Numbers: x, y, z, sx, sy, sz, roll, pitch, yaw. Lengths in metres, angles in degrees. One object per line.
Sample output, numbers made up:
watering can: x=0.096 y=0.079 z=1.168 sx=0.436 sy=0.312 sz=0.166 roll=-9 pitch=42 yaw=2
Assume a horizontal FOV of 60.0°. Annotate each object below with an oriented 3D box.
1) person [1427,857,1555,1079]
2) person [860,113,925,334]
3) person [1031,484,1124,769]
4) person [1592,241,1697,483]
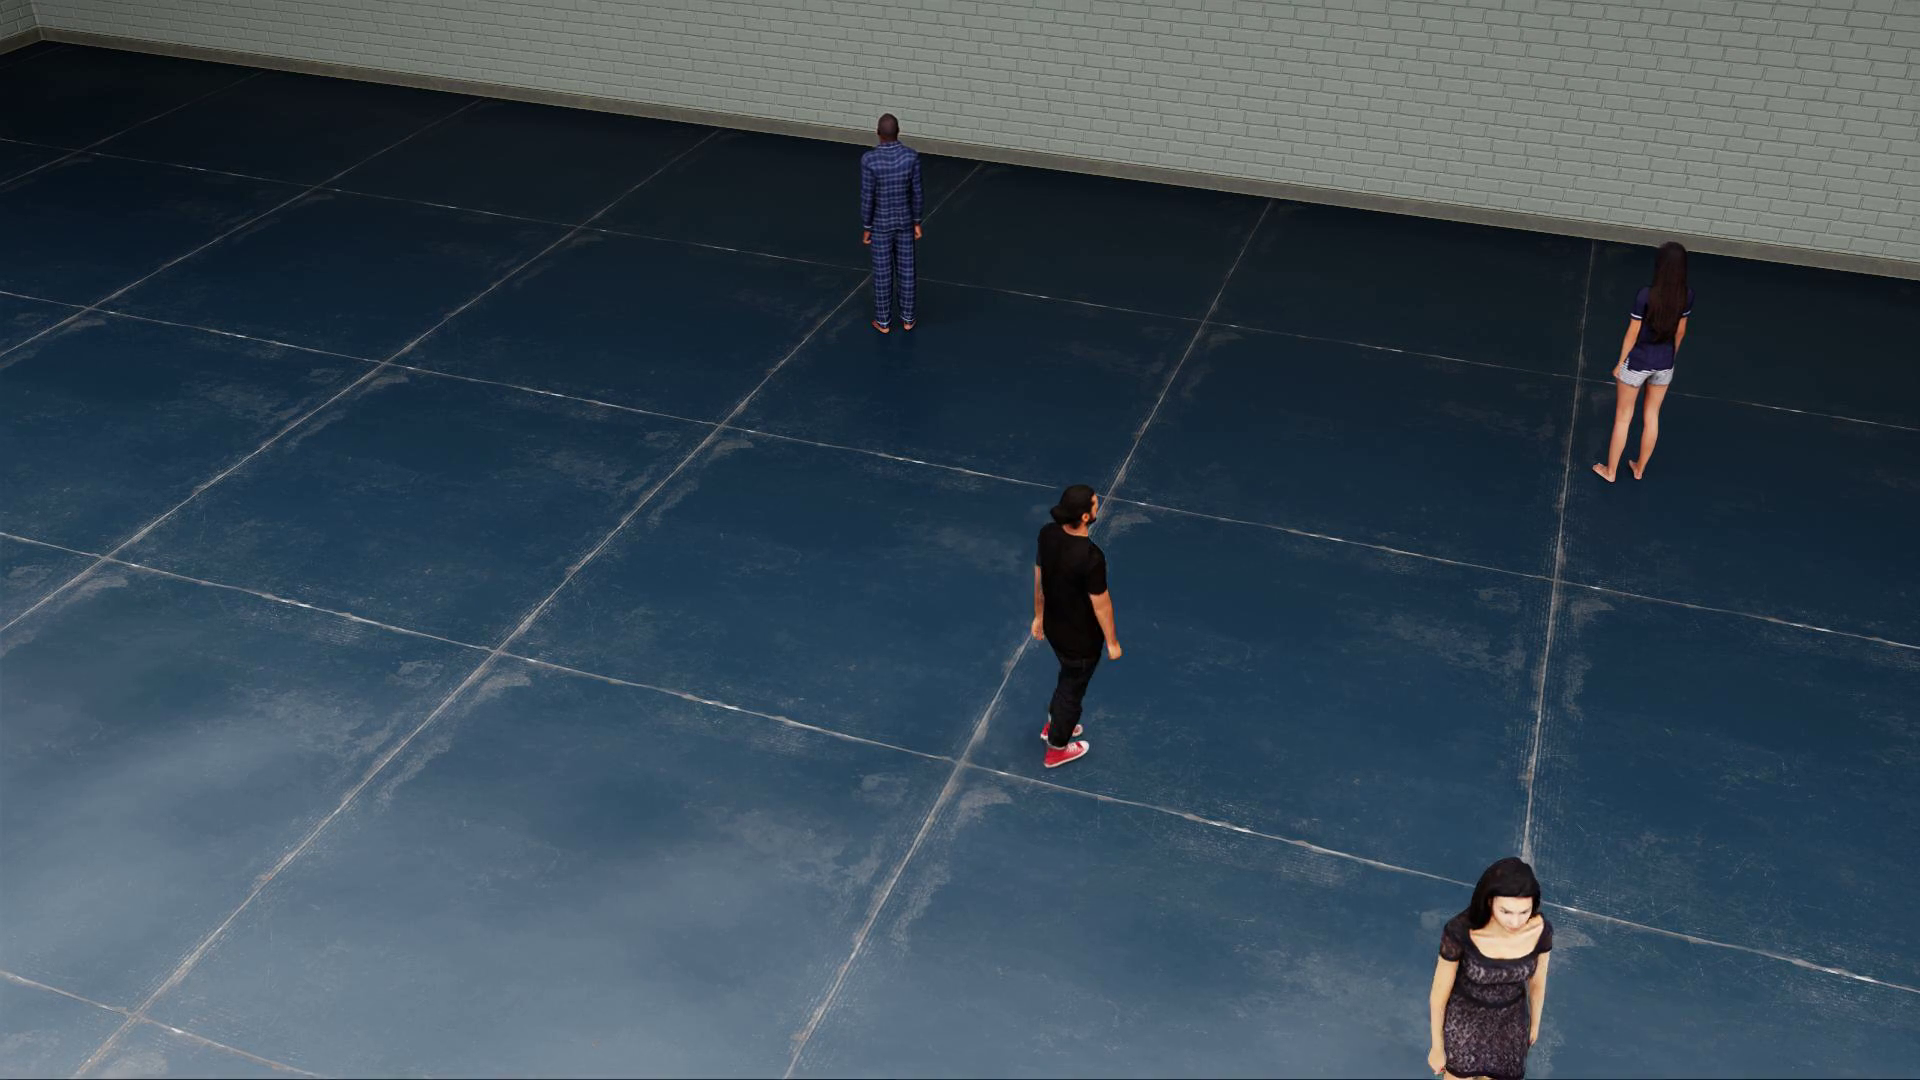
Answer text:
person: x=2.053 y=1.868 z=6.635 sx=0.781 sy=1.773 sz=0.876 roll=-3 pitch=33 yaw=-4
person: x=-0.551 y=-2.546 z=13.375 sx=0.775 sy=1.823 sz=0.791 roll=-6 pitch=34 yaw=-10
person: x=0.534 y=0.500 z=8.763 sx=0.807 sy=1.745 sz=0.757 roll=-17 pitch=37 yaw=-25
person: x=4.693 y=-1.196 z=11.351 sx=0.642 sy=1.768 sz=0.644 roll=-2 pitch=33 yaw=-3
